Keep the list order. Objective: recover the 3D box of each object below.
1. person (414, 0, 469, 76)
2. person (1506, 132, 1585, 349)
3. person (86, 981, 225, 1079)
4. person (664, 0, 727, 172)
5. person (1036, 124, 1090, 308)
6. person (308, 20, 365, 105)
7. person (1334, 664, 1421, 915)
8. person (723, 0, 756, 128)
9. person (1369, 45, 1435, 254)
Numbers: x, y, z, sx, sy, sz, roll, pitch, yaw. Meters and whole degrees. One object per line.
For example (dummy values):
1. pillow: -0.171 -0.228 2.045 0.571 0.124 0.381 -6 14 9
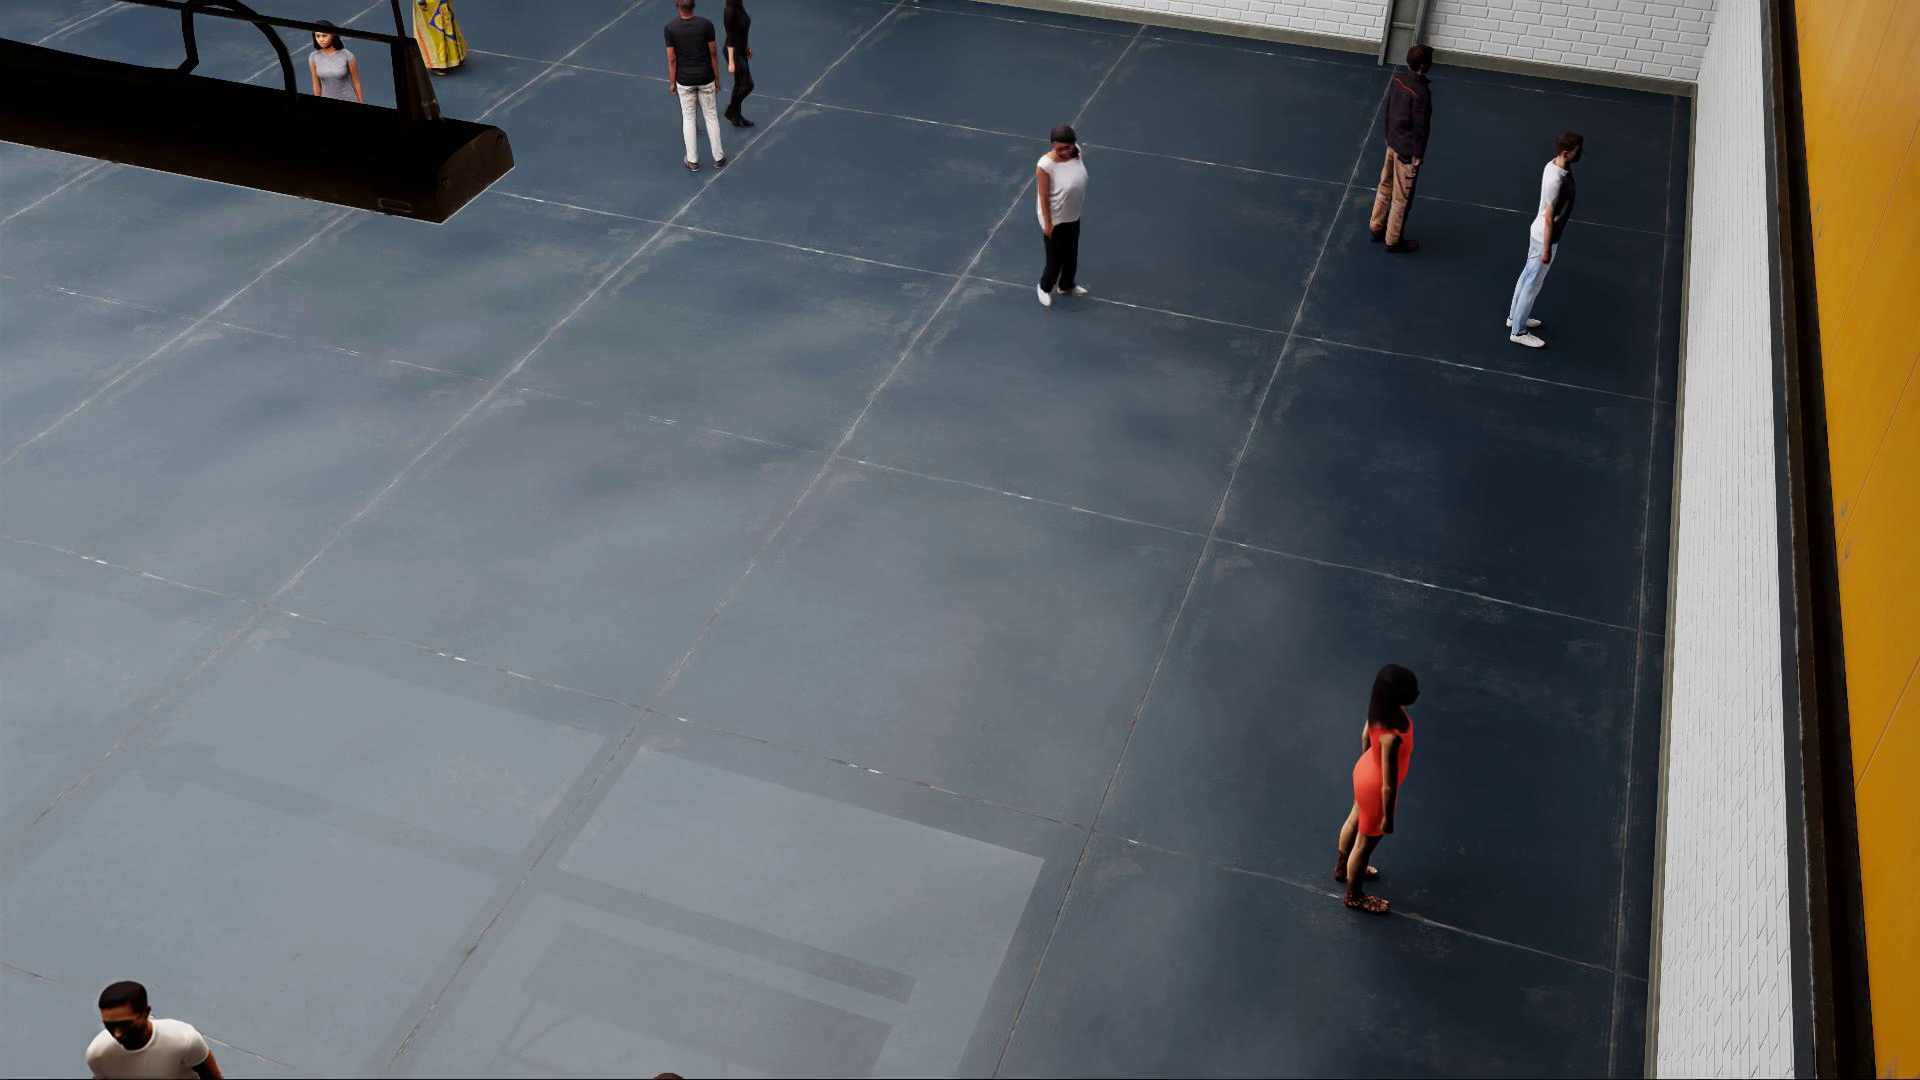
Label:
1. person: -5.803 -5.994 18.310 0.801 1.660 0.879 17 42 21
2. person: 4.850 -2.519 13.804 0.561 1.851 0.661 9 40 11
3. person: -3.518 2.568 7.473 0.662 1.804 0.779 -7 39 -9
4. person: -2.601 -4.507 16.331 0.729 1.805 0.825 -8 39 -10
5. person: 0.916 -2.829 14.334 0.750 1.675 0.765 17 42 20
6. person: -5.855 -4.057 15.787 0.615 1.781 0.726 -6 39 -8
7. person: 2.267 1.343 9.075 0.640 1.718 0.658 0 39 0
8. person: -2.360 -4.979 17.062 0.684 1.632 0.736 2 39 3
9. person: 4.014 -3.544 15.029 0.836 1.925 0.793 -13 41 -16
